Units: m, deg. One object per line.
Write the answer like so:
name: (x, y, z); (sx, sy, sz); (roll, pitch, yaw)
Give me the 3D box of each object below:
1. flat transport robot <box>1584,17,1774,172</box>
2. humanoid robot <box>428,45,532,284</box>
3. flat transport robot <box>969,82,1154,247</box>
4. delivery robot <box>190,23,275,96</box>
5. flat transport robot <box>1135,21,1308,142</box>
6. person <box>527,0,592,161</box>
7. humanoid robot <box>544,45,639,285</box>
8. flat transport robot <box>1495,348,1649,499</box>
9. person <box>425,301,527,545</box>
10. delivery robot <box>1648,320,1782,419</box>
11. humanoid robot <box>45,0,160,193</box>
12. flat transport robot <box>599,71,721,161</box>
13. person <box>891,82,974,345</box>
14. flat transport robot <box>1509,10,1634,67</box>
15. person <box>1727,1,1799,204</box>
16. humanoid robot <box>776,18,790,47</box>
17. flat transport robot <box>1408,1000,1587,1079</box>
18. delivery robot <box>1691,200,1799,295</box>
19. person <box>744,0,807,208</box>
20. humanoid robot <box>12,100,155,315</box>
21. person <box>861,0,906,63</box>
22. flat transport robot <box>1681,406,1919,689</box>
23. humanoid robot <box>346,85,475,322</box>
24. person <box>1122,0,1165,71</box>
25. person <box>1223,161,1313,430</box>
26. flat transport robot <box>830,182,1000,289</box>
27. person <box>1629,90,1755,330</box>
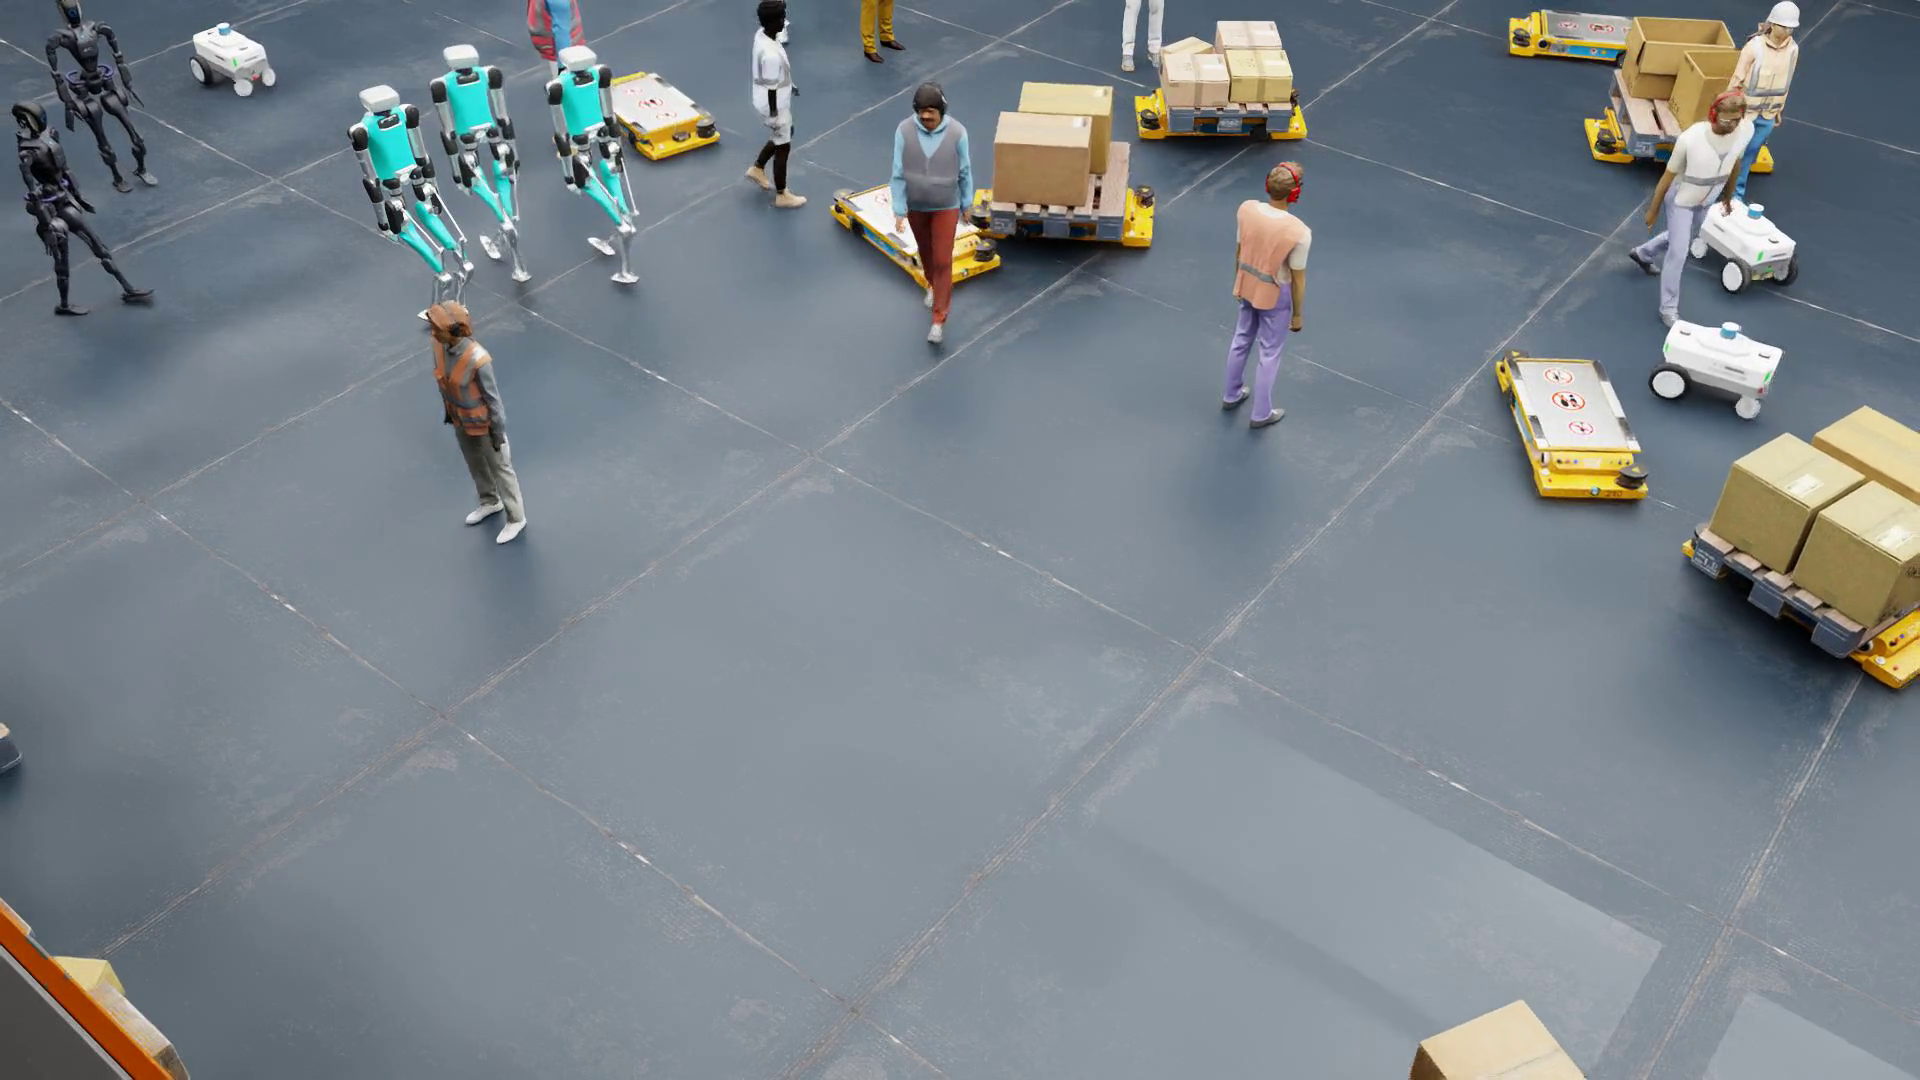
flat transport robot: (6.072, -3.390, 14.066); (1.431, 0.231, 0.659); (6, 41, 6)
humanoid robot: (-3.355, -2.629, 12.064); (0.534, 1.738, 1.037); (-25, 46, -26)
flat transport robot: (0.803, -2.588, 13.123); (1.431, 0.231, 0.659); (4, 41, 5)
delivery robot: (-6.570, -4.359, 15.000); (0.785, 0.613, 0.523); (29, 48, 30)
flat transport robot: (2.259, -3.711, 14.443); (1.431, 0.231, 0.659); (0, 40, 0)
person: (-3.280, -4.011, 13.589); (0.430, 1.837, 0.639); (-11, 42, -13)
humanoid robot: (-2.533, -2.656, 12.084); (0.939, 1.769, 0.562); (32, 50, 32)
flat transport robot: (4.028, -0.784, 11.001); (0.659, 0.231, 1.431); (1, 40, 2)
person: (-2.862, -0.708, 9.858); (0.527, 1.633, 0.311); (28, 48, 29)
delivery robot: (5.108, -1.200, 11.283); (0.796, 0.613, 0.499); (22, 45, 24)
humanoid robot: (-6.813, -3.521, 13.131); (0.608, 1.644, 0.397); (-33, 50, -32)
flat transport robot: (-2.721, -3.723, 14.457); (0.659, 0.231, 1.431); (-25, 46, -27)
person: (-0.205, -2.288, 11.563); (0.535, 1.824, 0.963); (7, 41, 8)
flat transport robot: (5.912, -4.707, 15.615); (1.431, 0.231, 0.659); (9, 41, 10)
person: (6.118, -3.333, 12.870); (0.488, 1.732, 0.363); (-4, 41, -5)
humanoid robot: (-1.767, -5.432, 15.344); (0.560, 1.733, 1.047); (-10, 41, -11)
flat transport robot: (2.031, 2.923, 6.640); (0.659, 0.231, 1.431); (-16, 43, -18)
delivery robot: (5.899, -2.208, 12.466); (0.499, 0.610, 0.788); (-11, 42, -13)
person: (-1.479, -3.427, 13.017); (0.435, 1.679, 0.542); (-8, 41, -9)
humanoid robot: (-6.311, -2.333, 11.747); (0.690, 1.632, 0.613); (0, 40, 0)
person: (-0.711, -5.248, 15.104); (0.342, 1.755, 0.525); (25, 46, 26)
flat transport robot: (5.052, 0.273, 9.757); (0.659, 0.231, 1.431); (-24, 46, -26)
humanoid robot: (-3.711, -2.259, 11.535); (0.748, 1.697, 0.530); (27, 47, 28)
person: (1.700, -5.143, 14.882); (0.582, 1.883, 0.348); (-8, 41, -9)
person: (1.962, -1.557, 10.700); (0.375, 1.837, 0.571); (-28, 48, -29)
flat transport robot: (-0.366, -2.404, 12.906); (0.659, 0.231, 1.431); (-24, 46, -26)
person: (5.129, -2.438, 11.777); (0.624, 1.803, 0.828); (-13, 42, -14)
